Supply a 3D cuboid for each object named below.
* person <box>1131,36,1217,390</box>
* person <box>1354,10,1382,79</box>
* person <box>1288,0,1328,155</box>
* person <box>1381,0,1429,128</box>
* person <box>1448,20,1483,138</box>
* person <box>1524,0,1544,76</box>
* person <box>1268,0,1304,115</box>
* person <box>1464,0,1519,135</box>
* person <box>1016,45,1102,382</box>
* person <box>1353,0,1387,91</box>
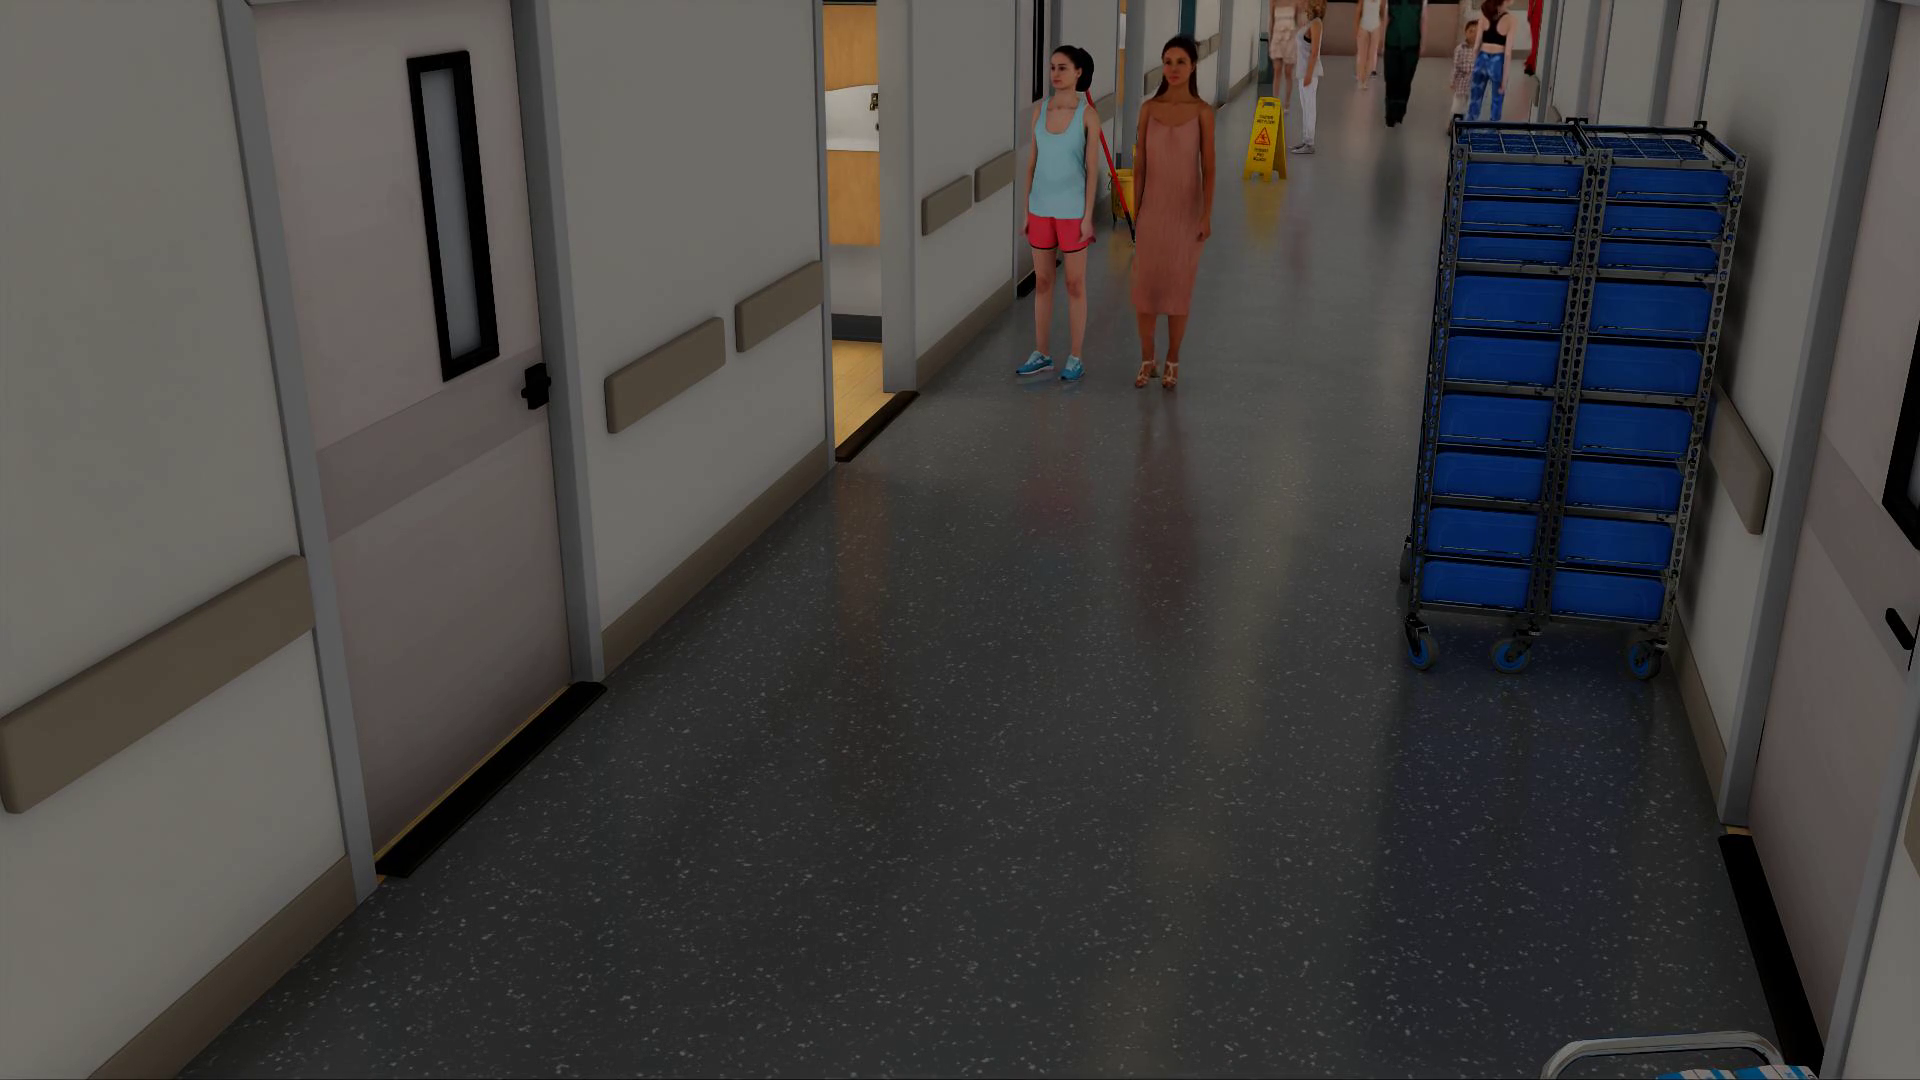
[{"bbox_3d":[1.138,-1.697,8.727,0.616,1.819,0.637,6,22,16],"label":"person"},{"bbox_3d":[6.246,-7.882,25.419,0.547,1.563,0.508,4,21,11],"label":"person"},{"bbox_3d":[3.673,-4.915,17.435,0.689,1.671,0.531,2,21,4],"label":"person"},{"bbox_3d":[5.196,-5.759,19.486,0.671,1.797,1.070,6,21,15],"label":"person"},{"bbox_3d":[5.576,-5.057,18.328,0.600,1.304,0.688,1,21,2],"label":"person"},{"bbox_3d":[8.734,-7.827,25.052,0.976,1.721,1.271,-4,21,-10],"label":"person"},{"bbox_3d":[3.973,-5.965,20.193,0.629,1.681,1.068,7,22,18],"label":"person"},{"bbox_3d":[5.080,-4.431,16.059,0.902,1.739,1.295,13,24,30],"label":"person"},{"bbox_3d":[0.540,-1.742,8.922,0.649,1.765,0.670,12,24,29],"label":"person"},{"bbox_3d":[5.761,-7.188,23.498,0.692,1.626,0.819,0,21,0],"label":"person"}]
